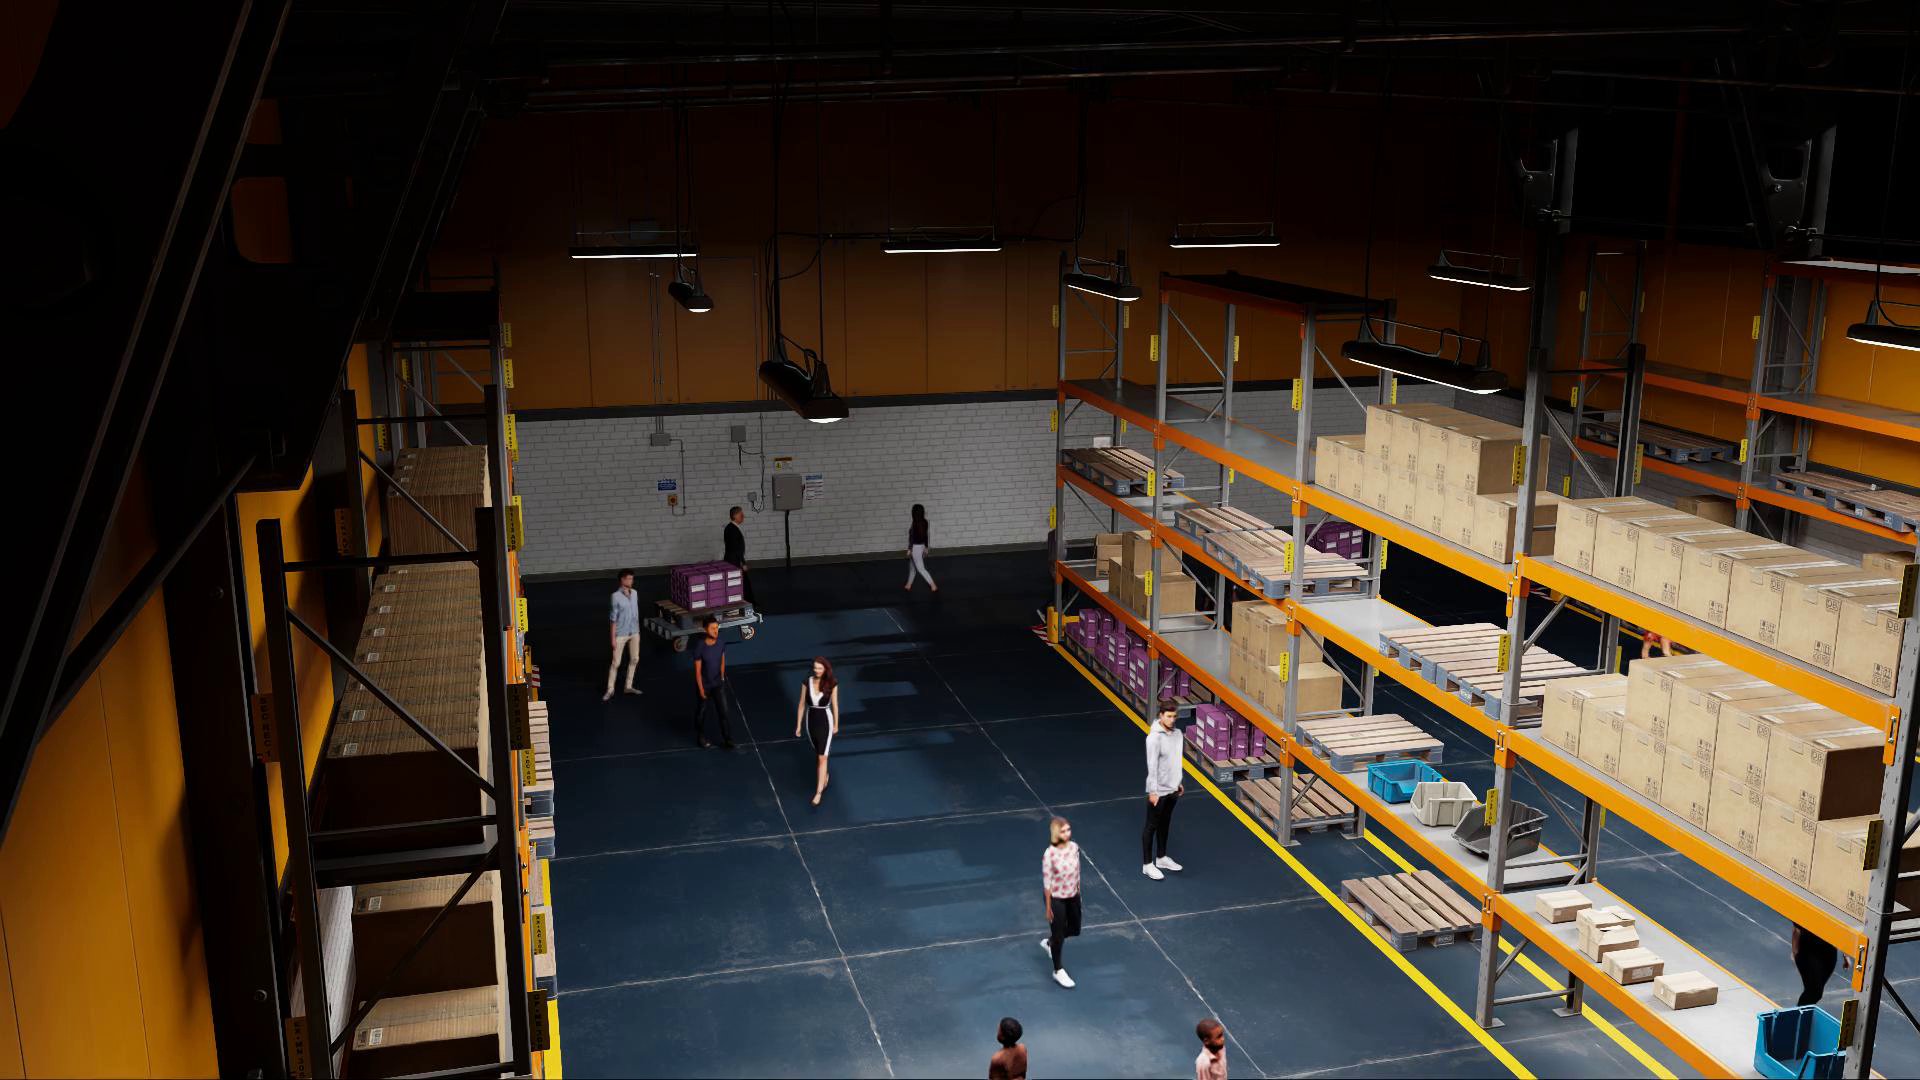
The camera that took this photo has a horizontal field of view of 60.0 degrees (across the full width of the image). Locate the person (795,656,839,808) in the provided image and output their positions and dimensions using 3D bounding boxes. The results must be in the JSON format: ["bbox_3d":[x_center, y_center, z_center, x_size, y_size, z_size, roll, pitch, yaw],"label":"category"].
[{"bbox_3d":[-1.639,2.205,19.585,0.979,1.753,1.223,3,14,13],"label":"person"}]

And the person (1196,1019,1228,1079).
[{"bbox_3d":[1.811,4.169,12.453,0.849,1.292,0.756,11,17,38],"label":"person"}]

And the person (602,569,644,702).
[{"bbox_3d":[-4.709,1.310,23.132,0.876,1.824,0.865,-12,18,-40],"label":"person"}]

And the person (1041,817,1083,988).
[{"bbox_3d":[0.888,3.299,15.364,0.754,1.614,0.869,-11,17,-38],"label":"person"}]

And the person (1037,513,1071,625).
[{"bbox_3d":[1.494,0.487,26.507,0.754,1.836,0.817,-4,14,-17],"label":"person"}]

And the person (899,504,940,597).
[{"bbox_3d":[-0.667,0.205,28.223,1.083,1.576,1.058,7,15,25],"label":"person"}]

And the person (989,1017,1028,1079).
[{"bbox_3d":[0.404,4.196,12.475,0.744,1.231,0.905,-11,18,-39],"label":"person"}]

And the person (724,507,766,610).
[{"bbox_3d":[-3.784,0.357,27.169,0.817,1.775,1.152,-3,14,-11],"label":"person"}]

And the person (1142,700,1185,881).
[{"bbox_3d":[2.131,2.599,17.591,0.770,1.927,0.768,-13,19,-42],"label":"person"}]

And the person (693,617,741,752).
[{"bbox_3d":[-3.237,1.817,21.181,0.873,1.758,1.090,-9,17,-34],"label":"person"}]
